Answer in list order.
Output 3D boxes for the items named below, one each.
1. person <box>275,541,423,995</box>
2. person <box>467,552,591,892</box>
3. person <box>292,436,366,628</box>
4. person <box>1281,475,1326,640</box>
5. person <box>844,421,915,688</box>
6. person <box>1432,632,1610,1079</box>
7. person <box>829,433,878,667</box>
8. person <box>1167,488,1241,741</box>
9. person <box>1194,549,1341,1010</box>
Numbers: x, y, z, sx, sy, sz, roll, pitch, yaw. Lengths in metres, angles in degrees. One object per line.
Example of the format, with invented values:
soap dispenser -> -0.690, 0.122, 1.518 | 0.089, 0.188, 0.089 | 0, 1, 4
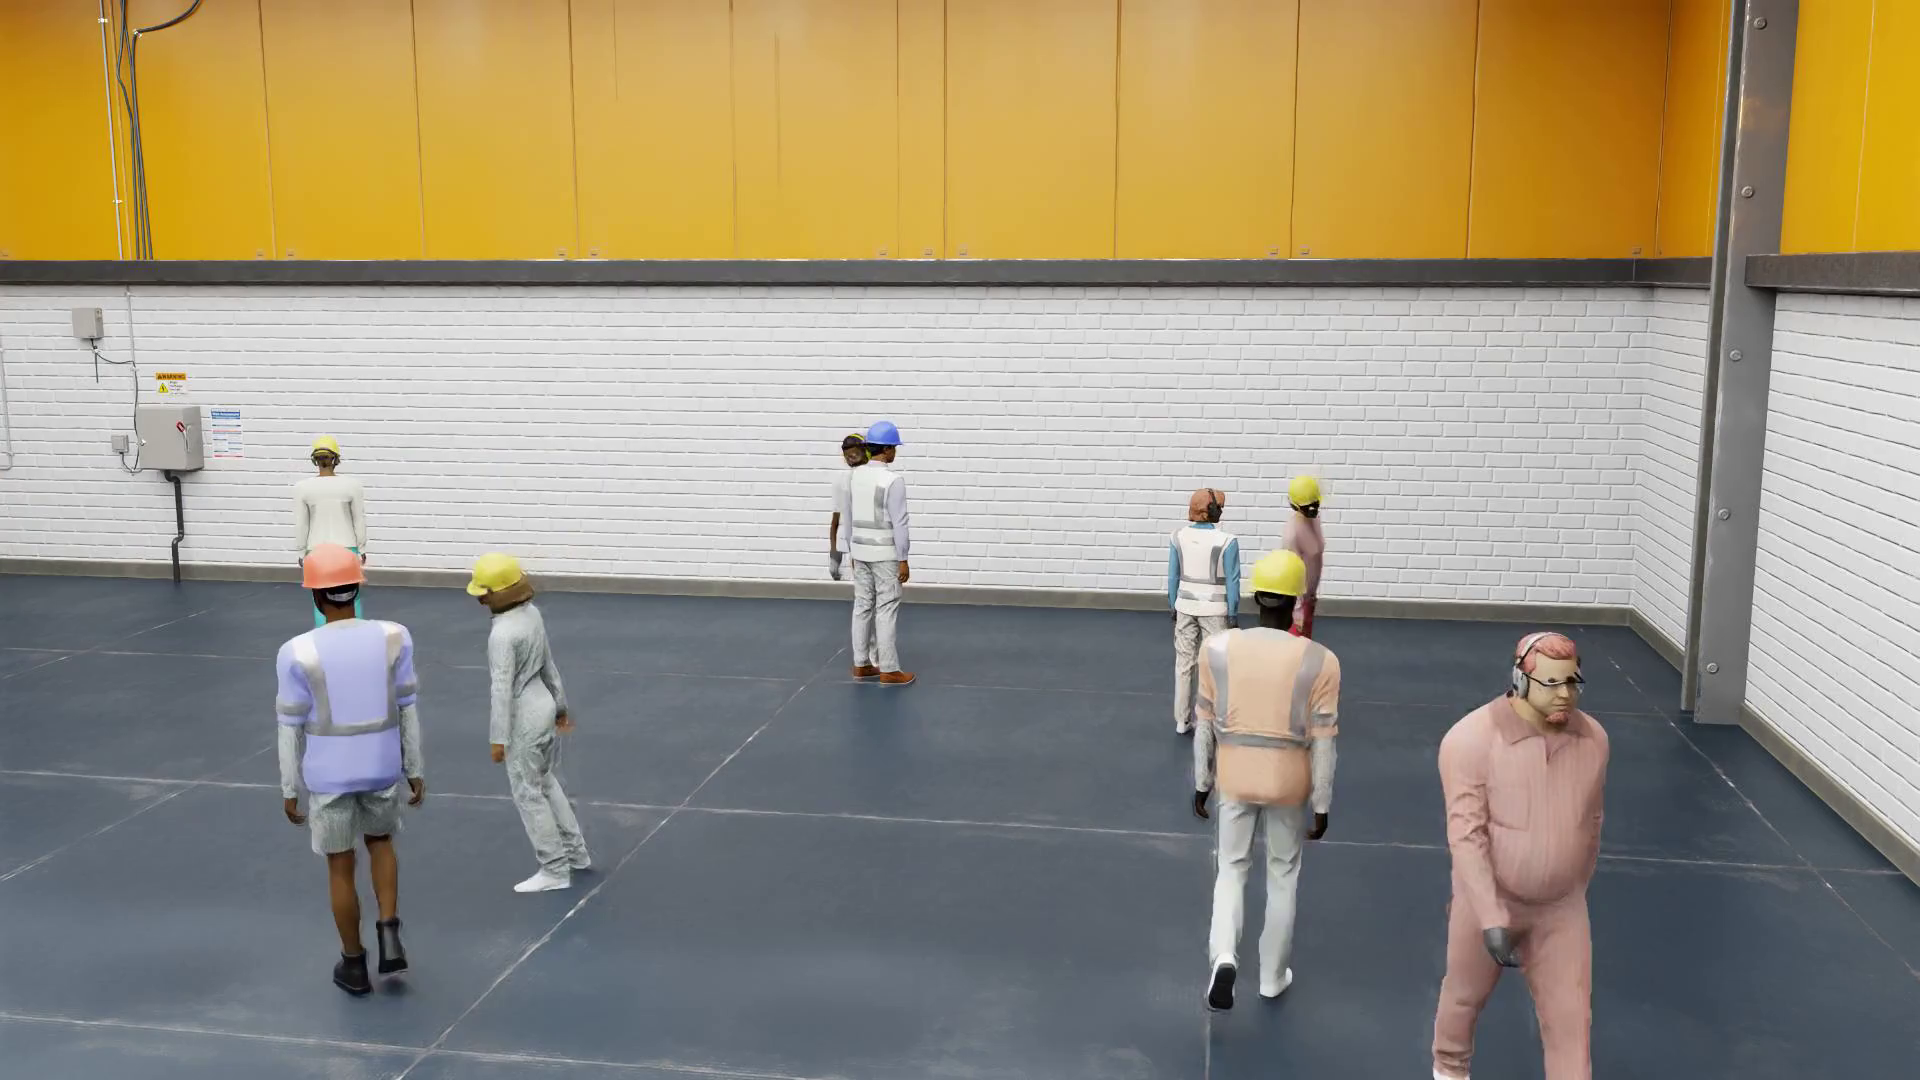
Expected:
person -> -2.557, 0.956, 6.966 | 0.565, 1.918, 0.402 | -6, 11, -35
person -> -2.114, 0.881, 8.093 | 0.442, 1.699, 0.551 | 1, 9, 4
person -> -4.878, 0.075, 12.912 | 0.526, 1.757, 0.342 | -3, 10, -19
person -> 2.270, 0.408, 10.977 | 0.327, 1.720, 0.644 | 5, 11, 29
person -> -0.583, 0.100, 12.176 | 0.408, 1.942, 0.616 | -9, 13, -44
person -> 1.907, 1.209, 5.640 | 0.623, 1.852, 0.982 | -1, 9, -8
person -> -0.715, 0.099, 12.525 | 0.535, 1.828, 0.503 | 0, 9, 0
person -> 1.576, 0.480, 10.784 | 0.515, 1.636, 0.315 | 7, 12, 38
person -> 1.222, 0.994, 6.746 | 0.593, 1.912, 0.626 | 3, 10, 20
